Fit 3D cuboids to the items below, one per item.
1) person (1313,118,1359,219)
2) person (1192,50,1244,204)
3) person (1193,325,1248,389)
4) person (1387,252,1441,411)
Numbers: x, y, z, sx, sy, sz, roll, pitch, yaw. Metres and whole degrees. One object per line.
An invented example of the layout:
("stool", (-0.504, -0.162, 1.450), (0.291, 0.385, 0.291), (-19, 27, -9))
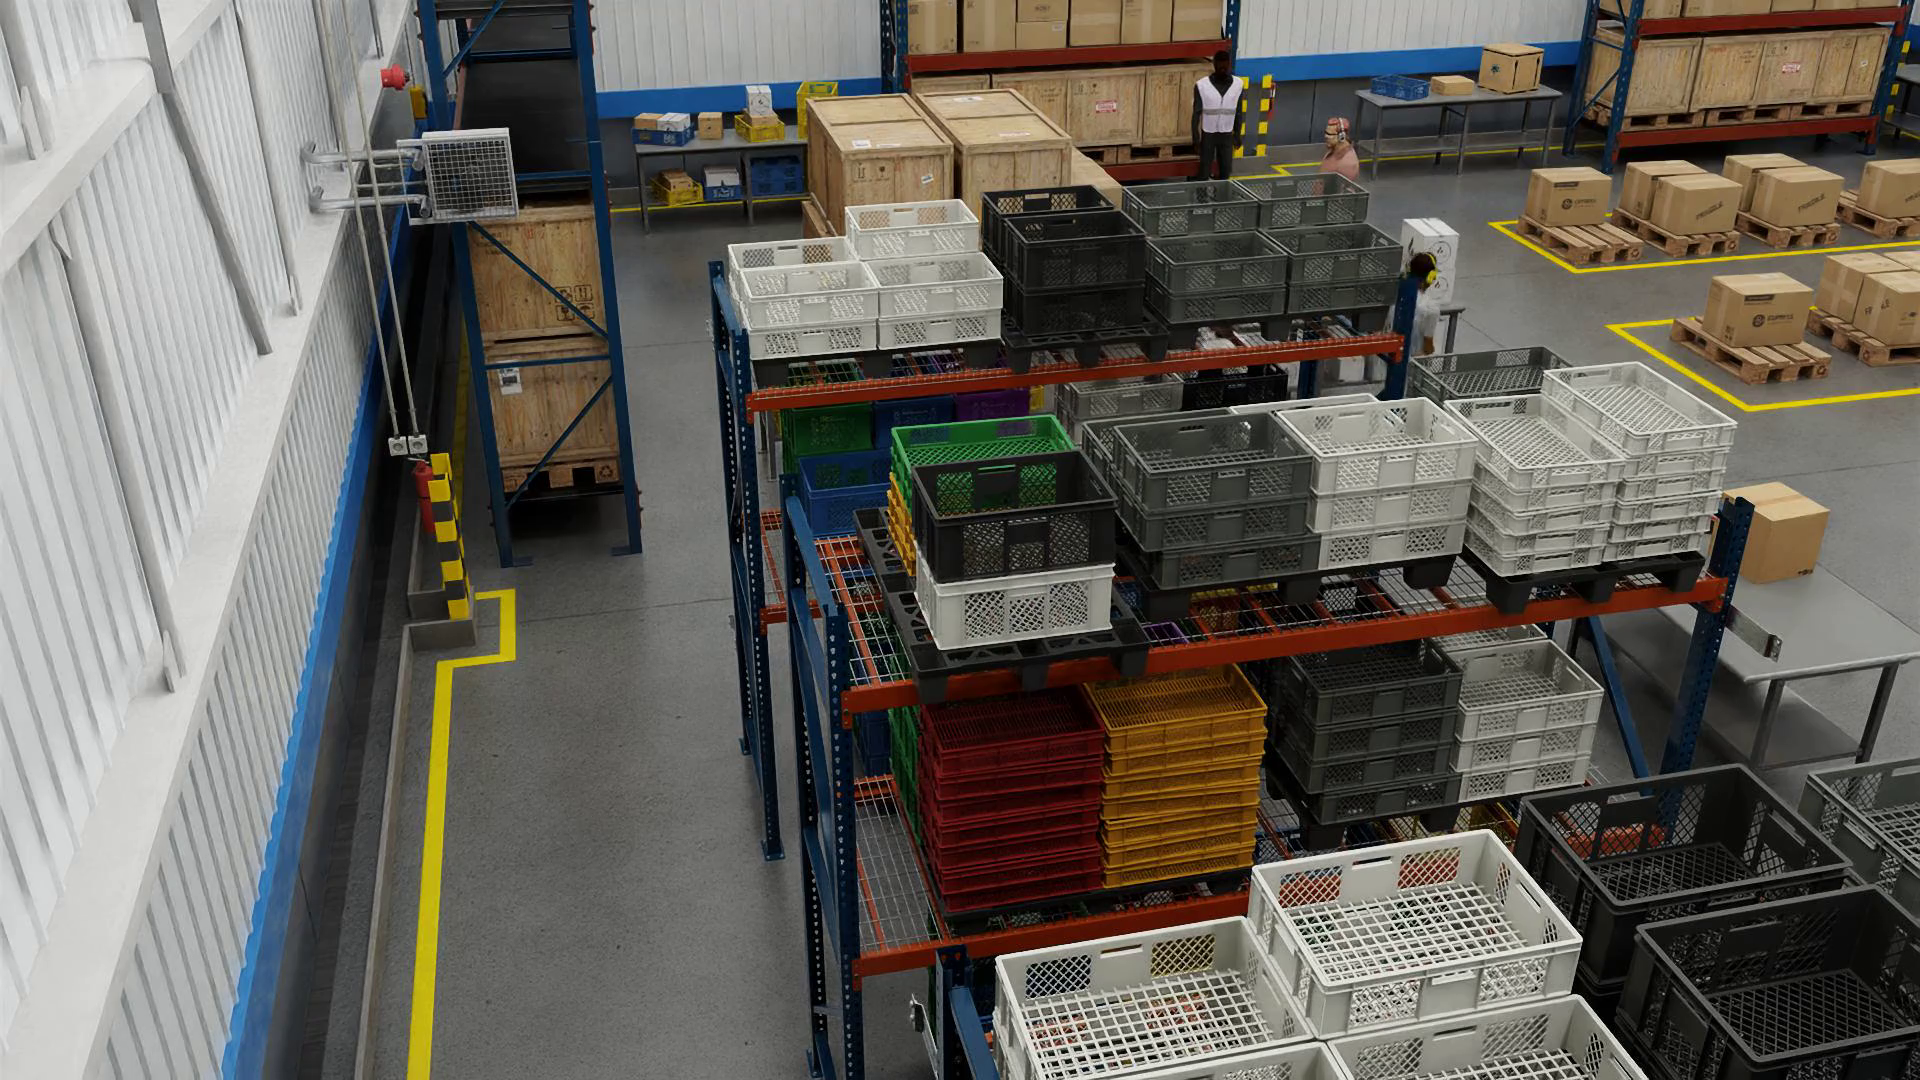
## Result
("person", (3.656, -3.208, 16.377), (0.400, 1.900, 0.648), (0, 28, 1))
("person", (2.952, -4.680, 19.158), (0.593, 1.909, 0.406), (-5, 28, -9))
("person", (1.842, -0.903, 12.022), (0.480, 1.880, 0.581), (-11, 30, -21))
("person", (3.533, -1.321, 12.852), (0.774, 1.835, 0.540), (-19, 33, -32))
